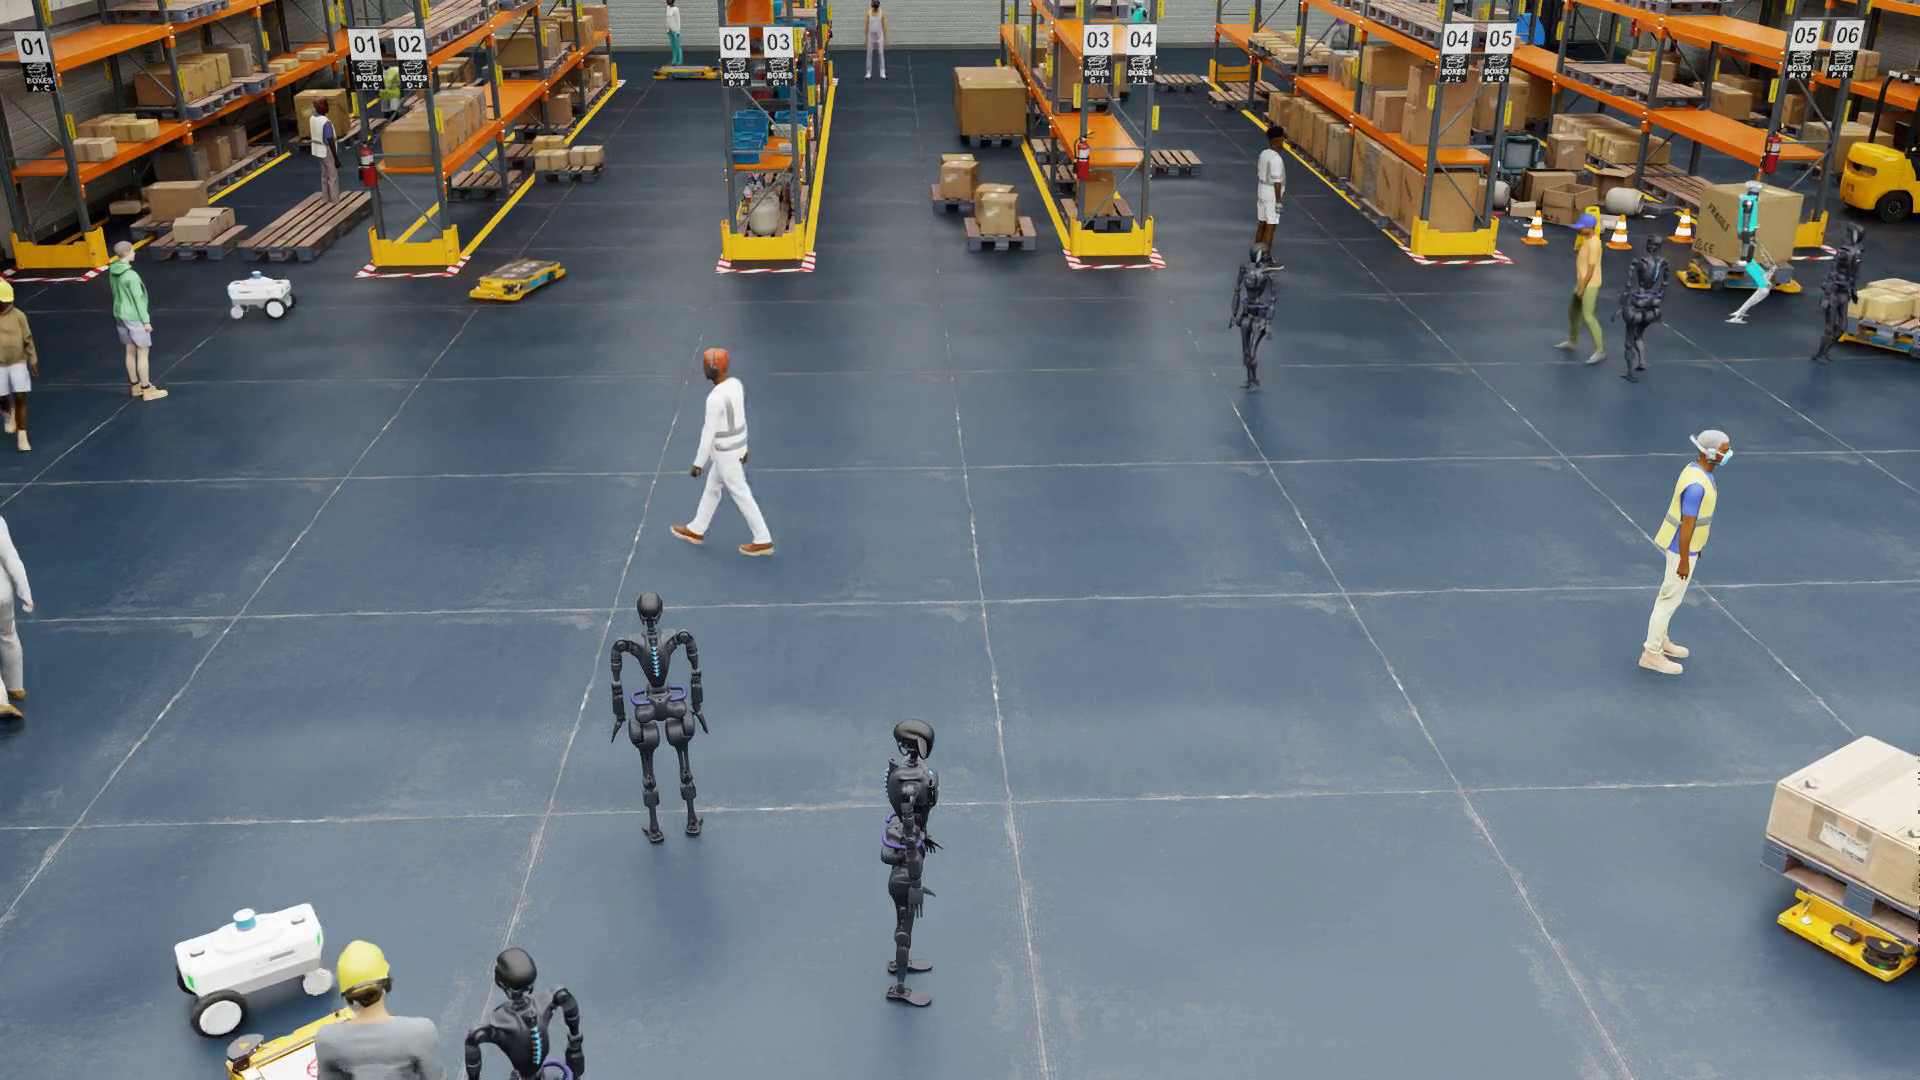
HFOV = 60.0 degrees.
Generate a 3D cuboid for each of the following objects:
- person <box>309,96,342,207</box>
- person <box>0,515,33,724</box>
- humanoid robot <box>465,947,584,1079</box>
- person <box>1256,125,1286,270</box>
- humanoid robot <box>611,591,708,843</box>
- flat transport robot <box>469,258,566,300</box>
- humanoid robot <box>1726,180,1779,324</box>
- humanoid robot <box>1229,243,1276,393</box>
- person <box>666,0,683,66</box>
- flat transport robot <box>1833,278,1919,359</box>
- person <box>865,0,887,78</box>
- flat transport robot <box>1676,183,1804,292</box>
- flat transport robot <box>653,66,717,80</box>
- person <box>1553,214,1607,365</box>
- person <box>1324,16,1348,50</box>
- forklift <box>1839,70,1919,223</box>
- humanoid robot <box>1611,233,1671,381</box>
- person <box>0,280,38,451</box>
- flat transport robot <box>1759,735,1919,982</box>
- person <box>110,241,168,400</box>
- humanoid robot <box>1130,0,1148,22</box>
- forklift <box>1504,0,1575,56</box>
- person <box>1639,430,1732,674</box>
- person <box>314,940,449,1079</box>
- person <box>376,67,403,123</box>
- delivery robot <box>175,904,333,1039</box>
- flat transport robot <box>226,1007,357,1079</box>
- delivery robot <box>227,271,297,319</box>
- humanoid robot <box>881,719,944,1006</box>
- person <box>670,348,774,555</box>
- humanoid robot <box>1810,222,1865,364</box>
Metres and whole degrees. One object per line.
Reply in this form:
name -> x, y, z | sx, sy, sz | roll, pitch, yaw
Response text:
person -> -9.890, -5.985, 25.980 | 0.562, 1.846, 0.391 | 21, 31, 39
person -> -6.830, 0.392, 11.638 | 0.572, 1.865, 0.800 | -18, 30, -35
humanoid robot -> -1.884, 2.463, 7.205 | 0.601, 1.656, 0.354 | -20, 31, -38
person -> 4.318, -4.750, 23.061 | 0.367, 1.966, 0.604 | -6, 25, -13
humanoid robot -> -1.867, 1.083, 10.290 | 0.599, 1.657, 0.315 | -6, 25, -14
flat transport robot -> -5.931, -3.503, 22.345 | 0.659, 0.231, 1.431 | 6, 25, 14
humanoid robot -> 9.892, -3.559, 20.587 | 0.695, 1.734, 0.535 | 11, 26, 24
humanoid robot -> 3.223, -2.452, 18.249 | 0.384, 1.644, 0.593 | -21, 31, -38
person -> -6.984, -12.406, 40.505 | 0.322, 1.769, 0.523 | -17, 29, -34
flat transport robot -> 11.229, -2.405, 19.876 | 0.659, 0.231, 1.431 | -19, 30, -37
person -> -1.984, -11.803, 39.040 | 0.527, 1.861, 0.393 | -2, 24, -5
flat transport robot -> 10.485, -3.535, 22.416 | 1.431, 0.231, 0.659 | 4, 24, 8
flat transport robot -> -6.479, -11.017, 39.228 | 1.431, 0.231, 0.659 | -1, 24, -2
person -> 7.281, -2.929, 19.319 | 0.532, 1.678, 0.724 | 3, 24, 6
person -> 9.476, -12.942, 41.741 | 1.051, 1.724, 0.614 | -6, 25, -13
forklift -> 15.132, -6.143, 25.915 | 2.313, 2.155, 1.214 | -1, 24, -2
humanoid robot -> 7.606, -2.609, 18.606 | 0.615, 1.652, 0.357 | -7, 25, -15
person -> -9.570, -1.774, 16.662 | 0.576, 1.732, 0.594 | -14, 28, -29
flat transport robot -> 5.515, 2.106, 9.741 | 1.431, 0.231, 0.659 | -15, 28, -31
person -> -8.945, -2.370, 17.999 | 0.464, 1.732, 0.327 | 16, 28, 31
humanoid robot -> 3.956, -11.691, 38.946 | 0.790, 1.792, 0.535 | -16, 29, -32
forklift -> 14.700, -13.805, 42.301 | 1.873, 2.768, 1.129 | -1, 24, -2
person -> 5.357, 0.076, 12.322 | 0.397, 1.886, 0.524 | 13, 27, 26
person -> -2.422, 2.472, 7.113 | 0.544, 1.726, 0.717 | -1, 24, -3
person -> -10.901, -8.503, 31.841 | 0.540, 1.673, 0.617 | 1, 24, 3
delivery robot -> -3.853, 2.290, 8.999 | 0.803, 0.614, 0.499 | -15, 28, -30
flat transport robot -> -3.037, 2.794, 8.195 | 0.659, 0.231, 1.431 | -20, 31, -37
delivery robot -> -8.868, -3.109, 21.100 | 0.790, 0.589, 0.499 | -2, 24, -4
humanoid robot -> -0.257, 1.690, 8.926 | 0.315, 1.657, 0.599 | 2, 24, 4
person -> -2.060, -0.746, 14.219 | 0.976, 1.832, 0.589 | 4, 24, 9
humanoid robot -> 10.122, -2.843, 19.140 | 0.608, 1.658, 0.305 | -14, 27, -28
